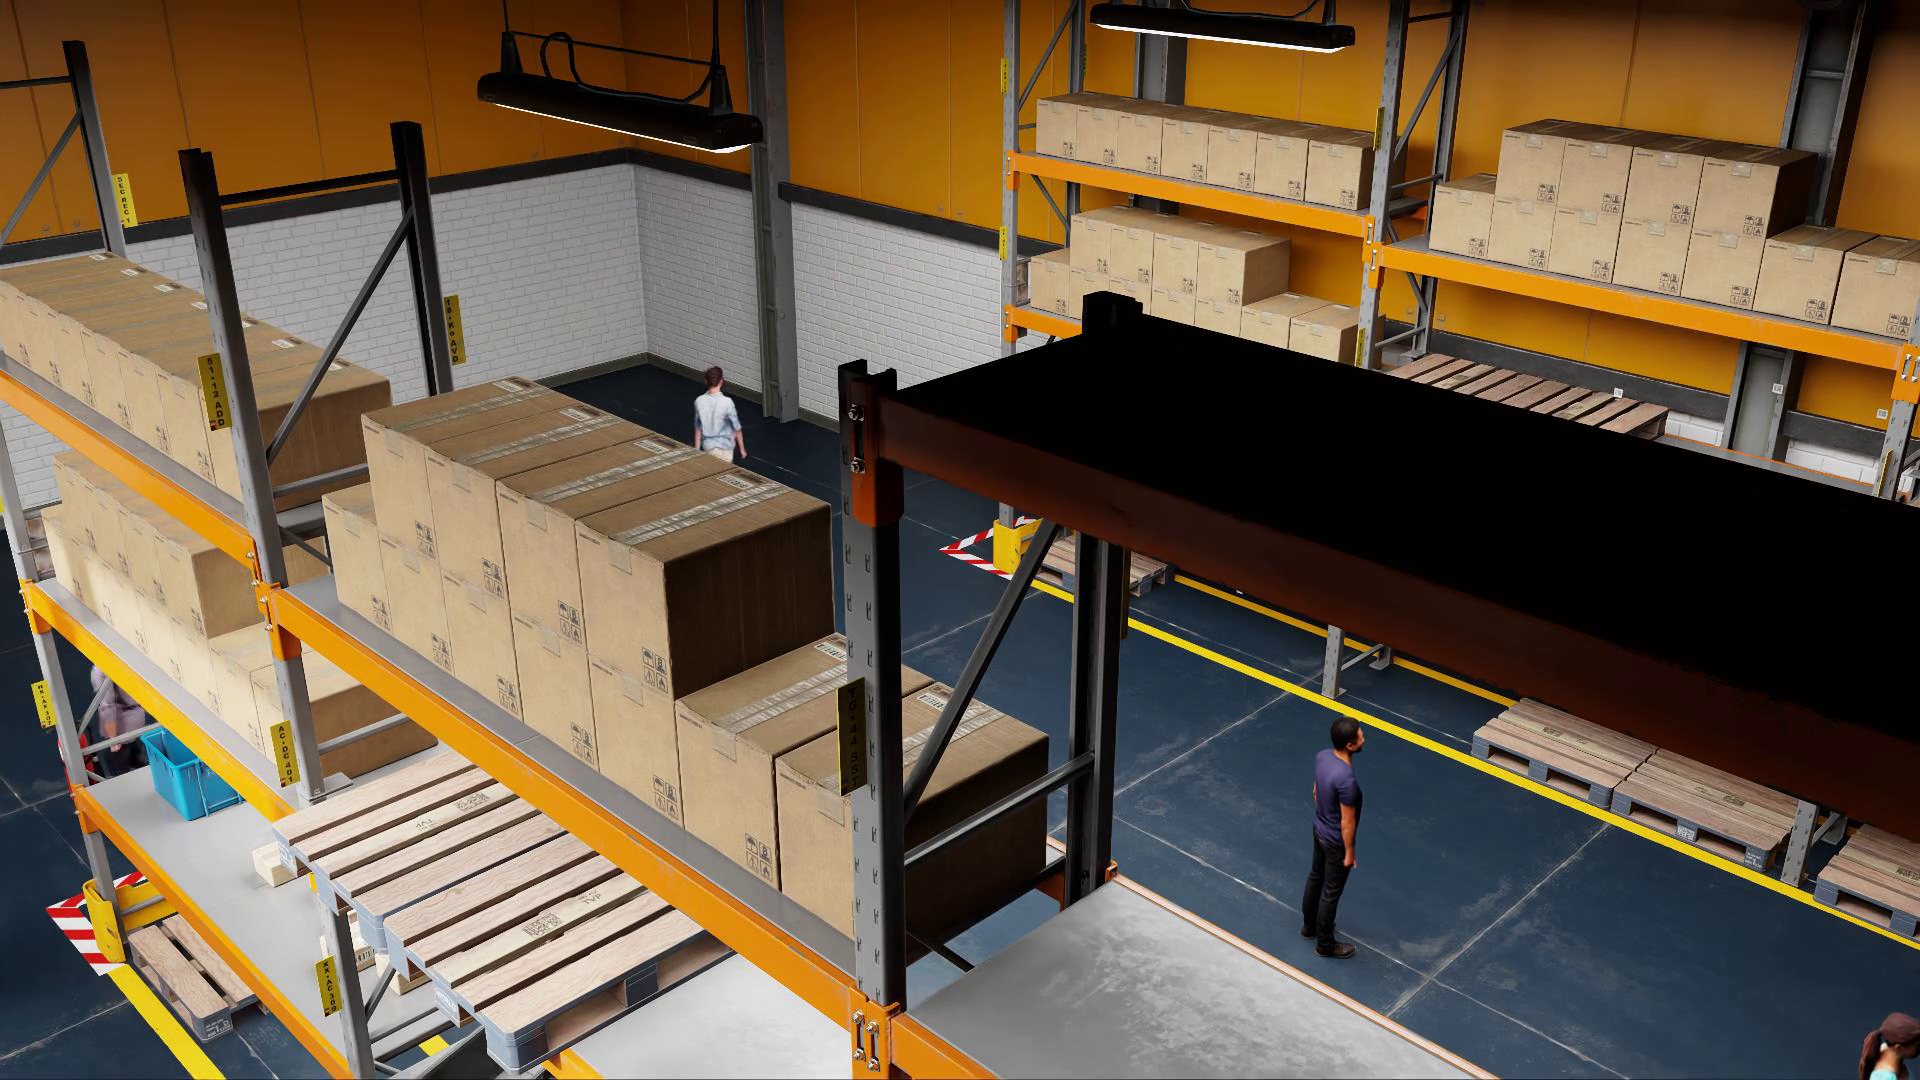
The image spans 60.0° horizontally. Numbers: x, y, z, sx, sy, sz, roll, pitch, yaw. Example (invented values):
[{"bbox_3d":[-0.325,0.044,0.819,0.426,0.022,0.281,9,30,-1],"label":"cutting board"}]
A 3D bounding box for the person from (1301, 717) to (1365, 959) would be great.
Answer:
[{"bbox_3d":[2.520,1.991,11.258,0.773,1.793,0.649,-6,24,-13],"label":"person"}]

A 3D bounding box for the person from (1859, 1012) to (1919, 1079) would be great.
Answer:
[{"bbox_3d":[4.806,3.151,8.933,1.106,1.530,0.818,9,25,19],"label":"person"}]

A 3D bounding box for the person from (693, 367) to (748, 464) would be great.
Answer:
[{"bbox_3d":[-2.647,-0.923,17.888,0.953,1.823,0.913,10,26,22],"label":"person"}]
